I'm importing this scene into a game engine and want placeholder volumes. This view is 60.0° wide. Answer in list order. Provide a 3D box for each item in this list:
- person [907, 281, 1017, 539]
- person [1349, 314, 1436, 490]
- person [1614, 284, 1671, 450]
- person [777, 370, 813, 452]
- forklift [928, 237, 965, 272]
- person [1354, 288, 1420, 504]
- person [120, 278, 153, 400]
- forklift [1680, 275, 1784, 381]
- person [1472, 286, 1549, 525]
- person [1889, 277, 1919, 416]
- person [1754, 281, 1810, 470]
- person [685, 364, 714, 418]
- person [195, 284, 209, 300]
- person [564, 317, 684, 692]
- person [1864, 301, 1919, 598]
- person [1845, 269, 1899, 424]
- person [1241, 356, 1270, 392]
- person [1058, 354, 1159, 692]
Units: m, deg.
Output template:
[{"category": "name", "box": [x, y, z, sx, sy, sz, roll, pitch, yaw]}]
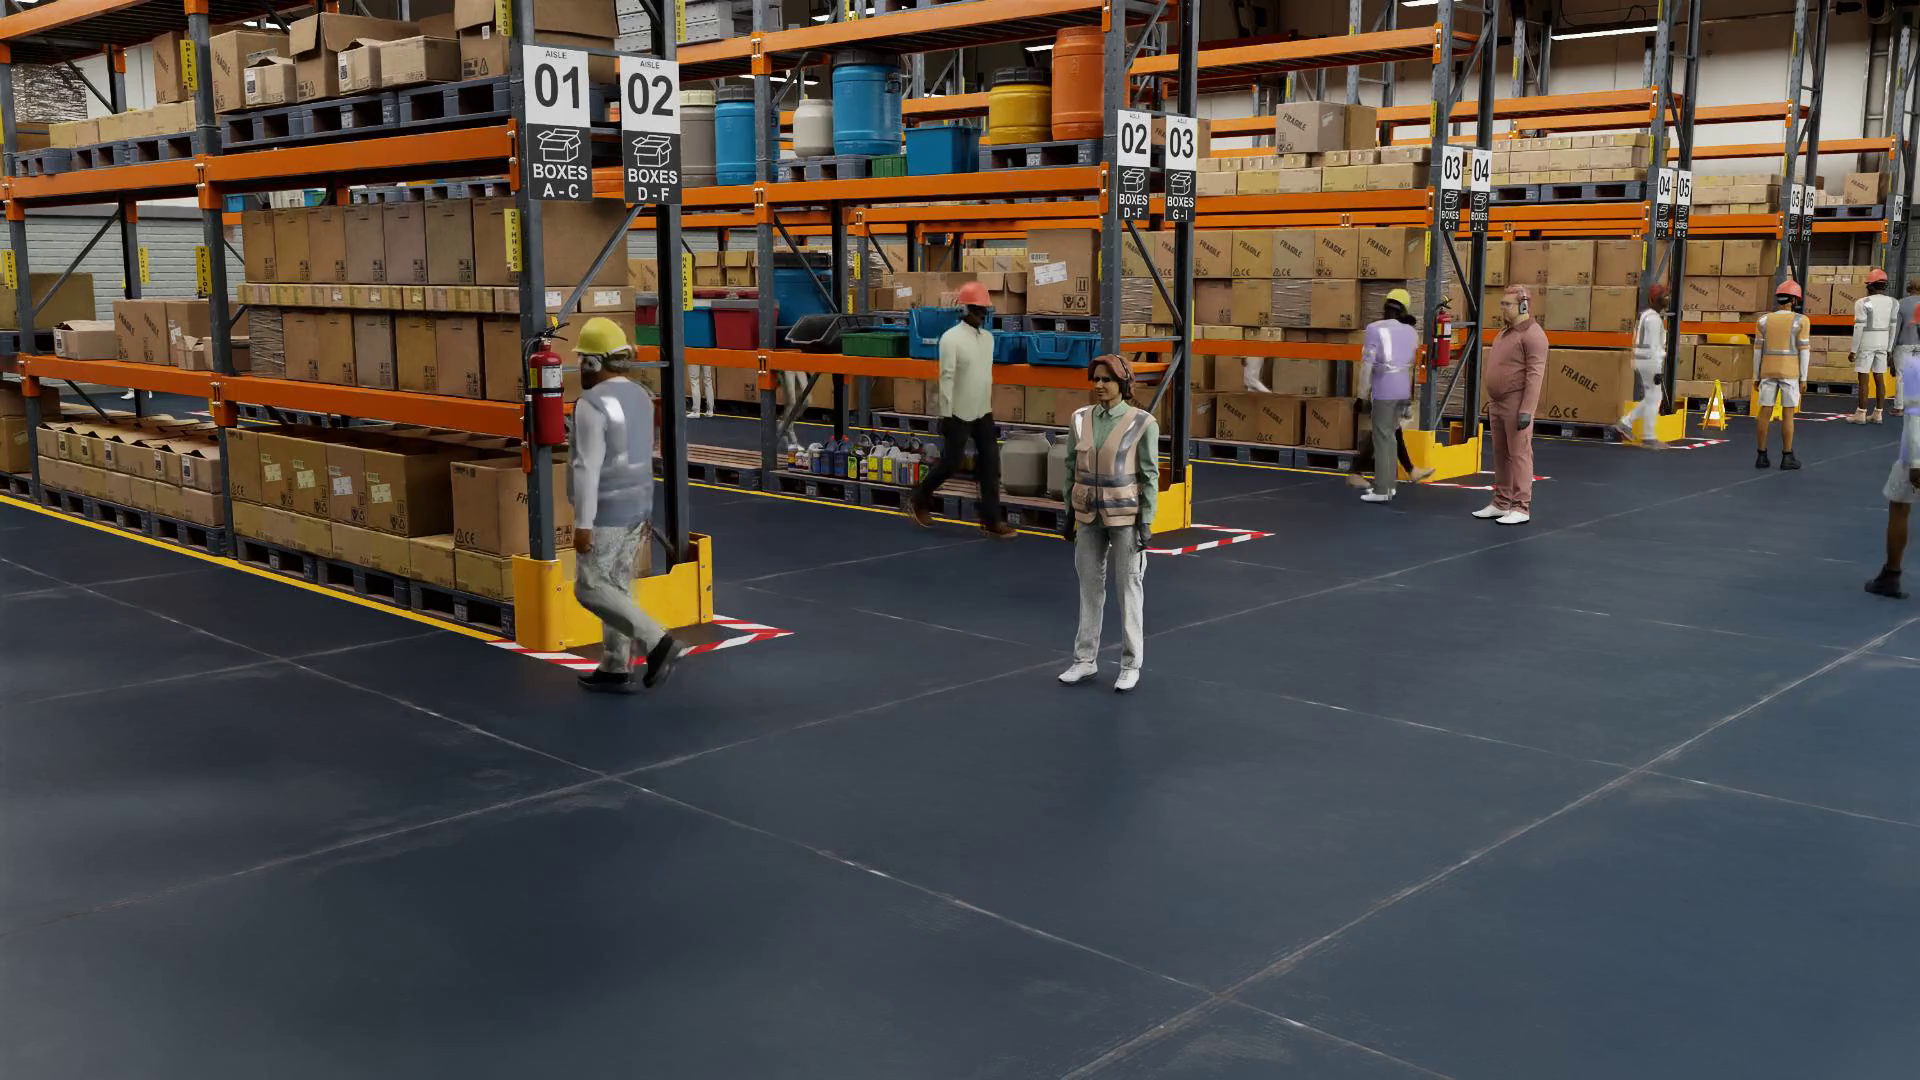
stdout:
[{"category": "person", "box": [0.003, -1.011, 12.841, 0.926, 1.966, 0.631, 8, 12, 39]}, {"category": "person", "box": [4.032, -1.284, 15.489, 0.911, 1.632, 0.543, -2, 9, -12]}, {"category": "person", "box": [7.866, -1.980, 19.020, 0.494, 1.877, 0.594, 3, 10, 20]}, {"category": "person", "box": [-1.902, -1.928, 18.748, 0.542, 1.859, 0.469, -9, 13, -44]}, {"category": "forklift", "box": [-0.326, -5.817, 39.609, 1.129, 2.768, 1.873, 9, 13, 43]}, {"category": "person", "box": [3.787, -1.281, 14.738, 0.632, 1.877, 0.453, -7, 12, -38]}, {"category": "person", "box": [-12.983, -3.170, 26.157, 0.587, 1.930, 0.363, 2, 9, 11]}, {"category": "forklift", "box": [12.480, -3.427, 27.053, 1.214, 2.155, 2.313, 9, 13, 43]}, {"category": "person", "box": [4.456, -1.092, 13.476, 0.410, 1.912, 0.643, -2, 9, -11]}, {"category": "person", "box": [13.314, -2.703, 23.266, 0.631, 1.938, 0.362, 2, 9, 11]}, {"category": "person", "box": [8.494, -1.707, 17.198, 0.381, 1.927, 0.542, -9, 13, -42]}, {"category": "person", "box": [-3.612, -2.497, 22.936, 0.502, 1.632, 0.279, -8, 12, -39]}, {"category": "person", "box": [-12.822, -3.472, 28.289, 0.597, 1.836, 0.404, -5, 11, -30]}, {"category": "person", "box": [-1.613, -0.147, 7.945, 0.554, 1.821, 0.604, 3, 10, 16]}, {"category": "person", "box": [5.995, -0.542, 10.150, 0.538, 1.913, 0.919, -1, 9, -9]}, {"category": "person", "box": [12.116, -2.568, 22.122, 0.611, 2.043, 0.375, -2, 9, -10]}, {"category": "person", "box": [4.045, -2.524, 22.392, 0.726, 1.867, 0.576, 9, 13, 44]}, {"category": "person", "box": [0.732, -0.089, 8.151, 0.514, 1.642, 0.310, 6, 11, 34]}]
